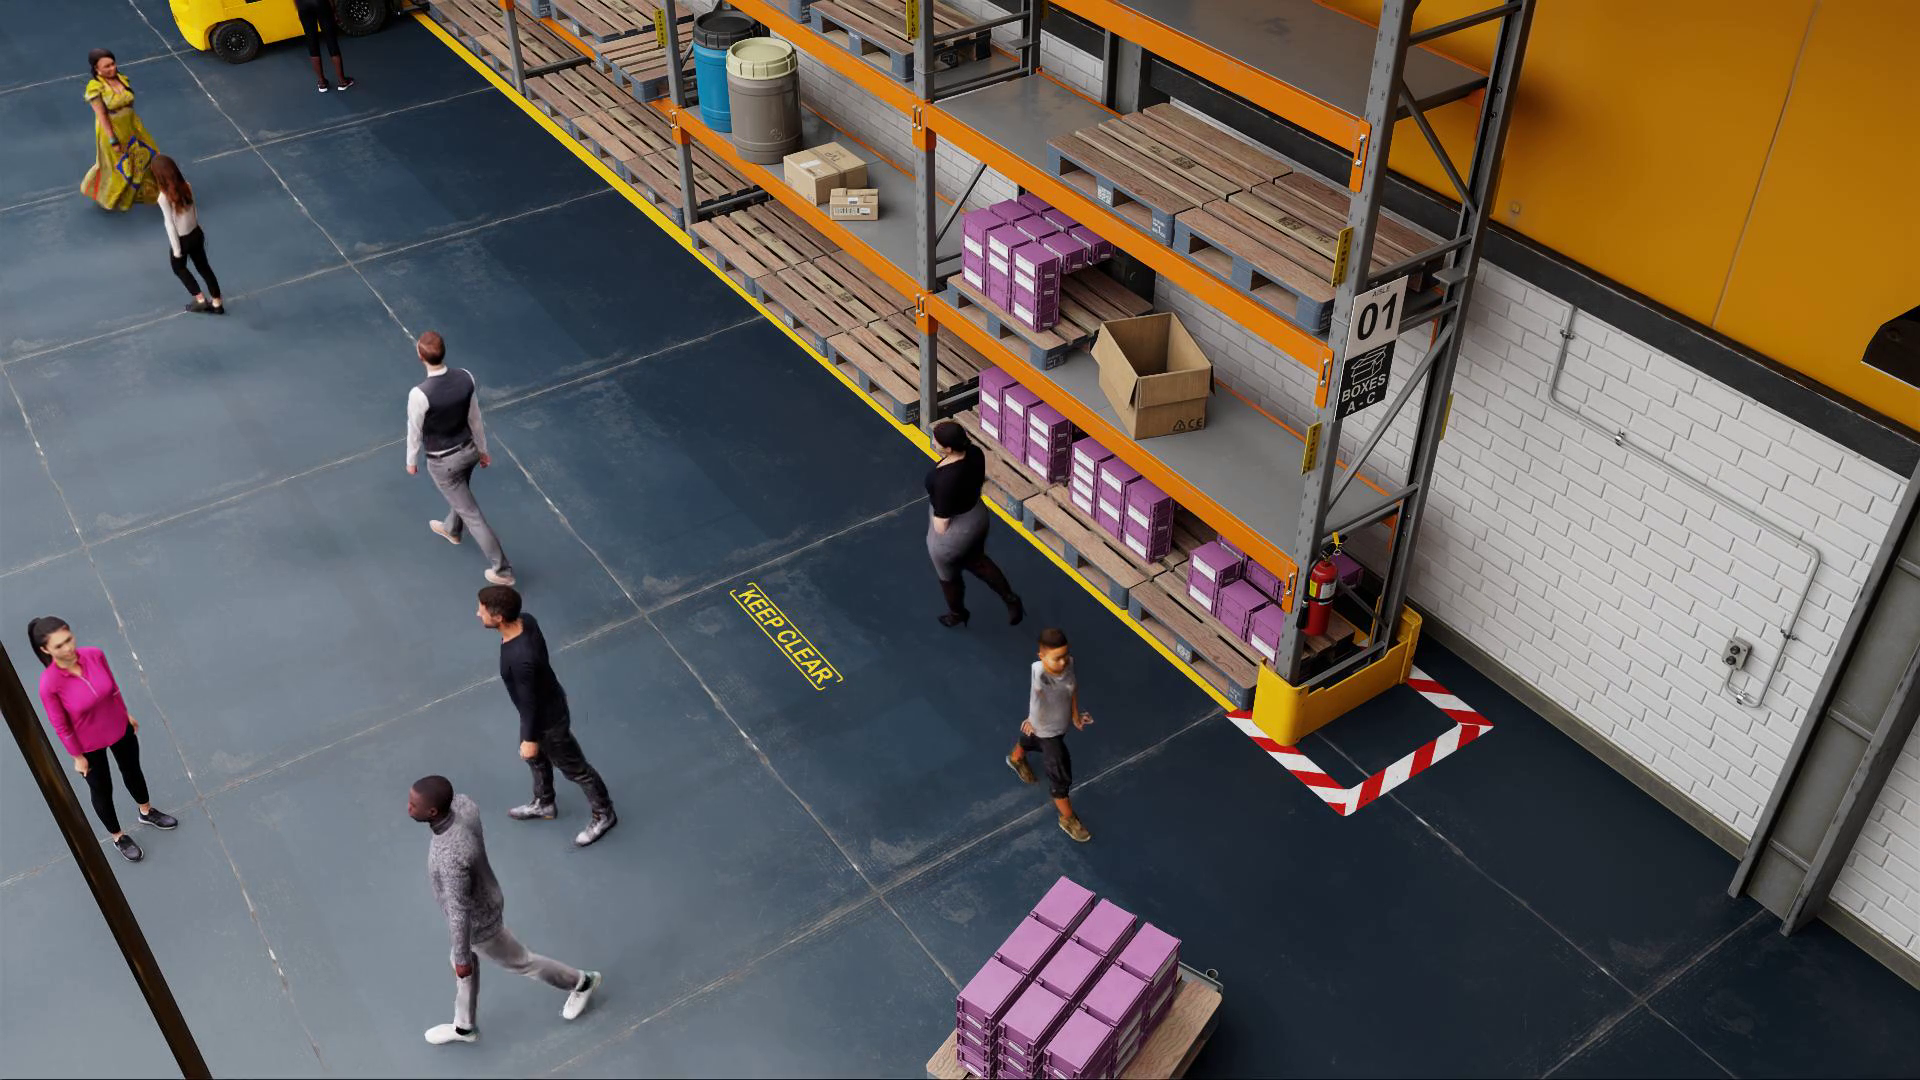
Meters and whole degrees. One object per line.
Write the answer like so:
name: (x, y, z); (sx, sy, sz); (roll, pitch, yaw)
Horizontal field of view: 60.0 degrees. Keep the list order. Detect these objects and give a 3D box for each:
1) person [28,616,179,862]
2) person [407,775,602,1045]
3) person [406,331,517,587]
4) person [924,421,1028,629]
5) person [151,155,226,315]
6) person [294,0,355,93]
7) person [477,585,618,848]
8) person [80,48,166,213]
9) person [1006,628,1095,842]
person: (-4.891, 1.099, 9.436); (0.720, 1.699, 0.690); (16, 41, 19)
person: (-2.329, 1.869, 8.383); (1.107, 1.811, 1.239); (-12, 40, -15)
person: (-3.386, -0.505, 11.292); (1.316, 1.890, 0.956); (24, 44, 27)
person: (0.074, -0.022, 10.812); (1.049, 1.733, 0.875); (22, 44, 26)
person: (-6.550, -2.575, 14.217); (0.711, 1.474, 0.668); (12, 40, 14)
person: (-6.956, -5.712, 17.918); (0.658, 1.758, 0.671); (-4, 39, -5)
person: (-2.300, 0.993, 9.455); (0.840, 1.841, 0.878); (-14, 41, -17)
person: (-7.954, -3.807, 15.638); (1.281, 1.625, 1.134); (13, 40, 16)
person: (0.496, 0.992, 9.795); (0.607, 1.419, 1.042); (-28, 46, -30)
